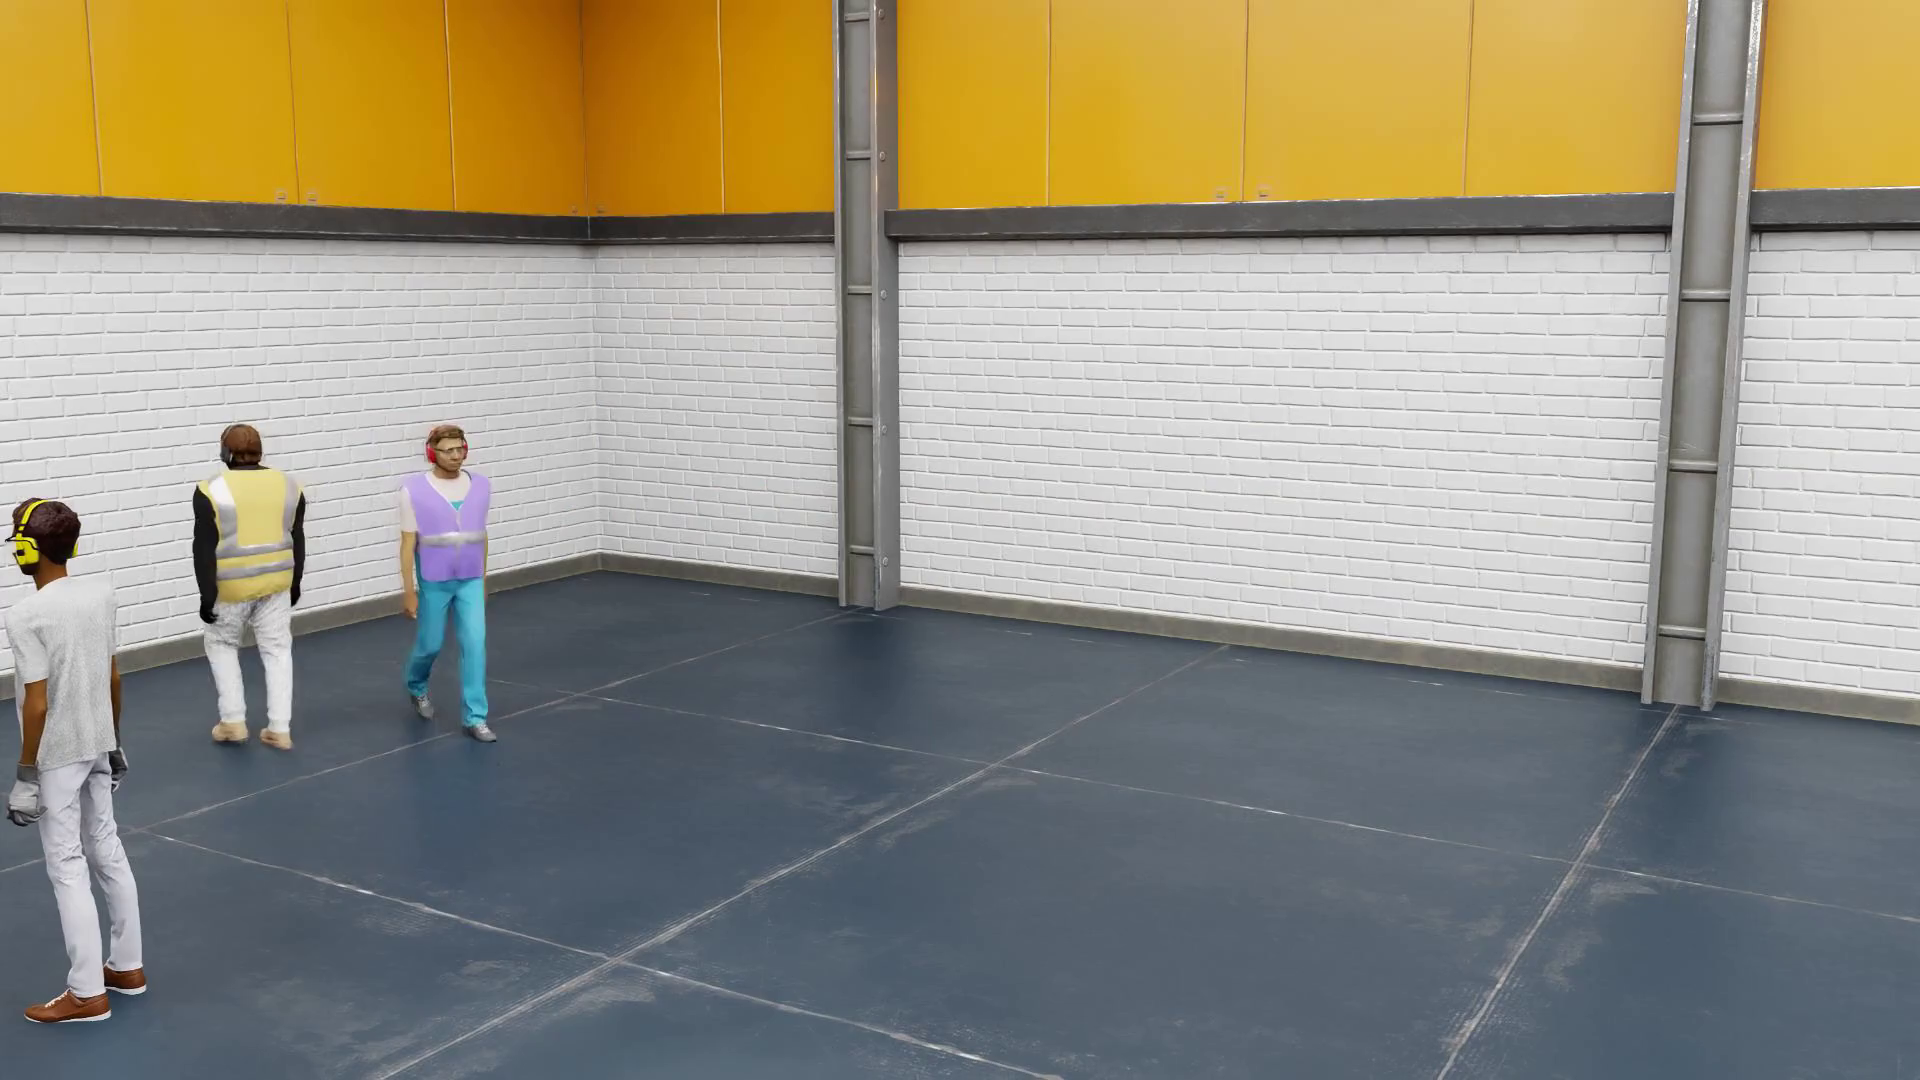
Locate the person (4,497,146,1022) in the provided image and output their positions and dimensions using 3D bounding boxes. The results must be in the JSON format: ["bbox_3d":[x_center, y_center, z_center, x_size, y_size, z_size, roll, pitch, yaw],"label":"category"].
[{"bbox_3d":[-3.169,0.778,5.900,0.312,1.869,0.535,1,9,9],"label":"person"}]

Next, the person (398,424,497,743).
[{"bbox_3d":[-2.975,0.222,9.579,0.569,1.814,0.870,-8,12,-41],"label":"person"}]

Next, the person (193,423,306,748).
[{"bbox_3d":[-4.007,0.253,9.321,0.638,1.819,0.650,8,12,43],"label":"person"}]
